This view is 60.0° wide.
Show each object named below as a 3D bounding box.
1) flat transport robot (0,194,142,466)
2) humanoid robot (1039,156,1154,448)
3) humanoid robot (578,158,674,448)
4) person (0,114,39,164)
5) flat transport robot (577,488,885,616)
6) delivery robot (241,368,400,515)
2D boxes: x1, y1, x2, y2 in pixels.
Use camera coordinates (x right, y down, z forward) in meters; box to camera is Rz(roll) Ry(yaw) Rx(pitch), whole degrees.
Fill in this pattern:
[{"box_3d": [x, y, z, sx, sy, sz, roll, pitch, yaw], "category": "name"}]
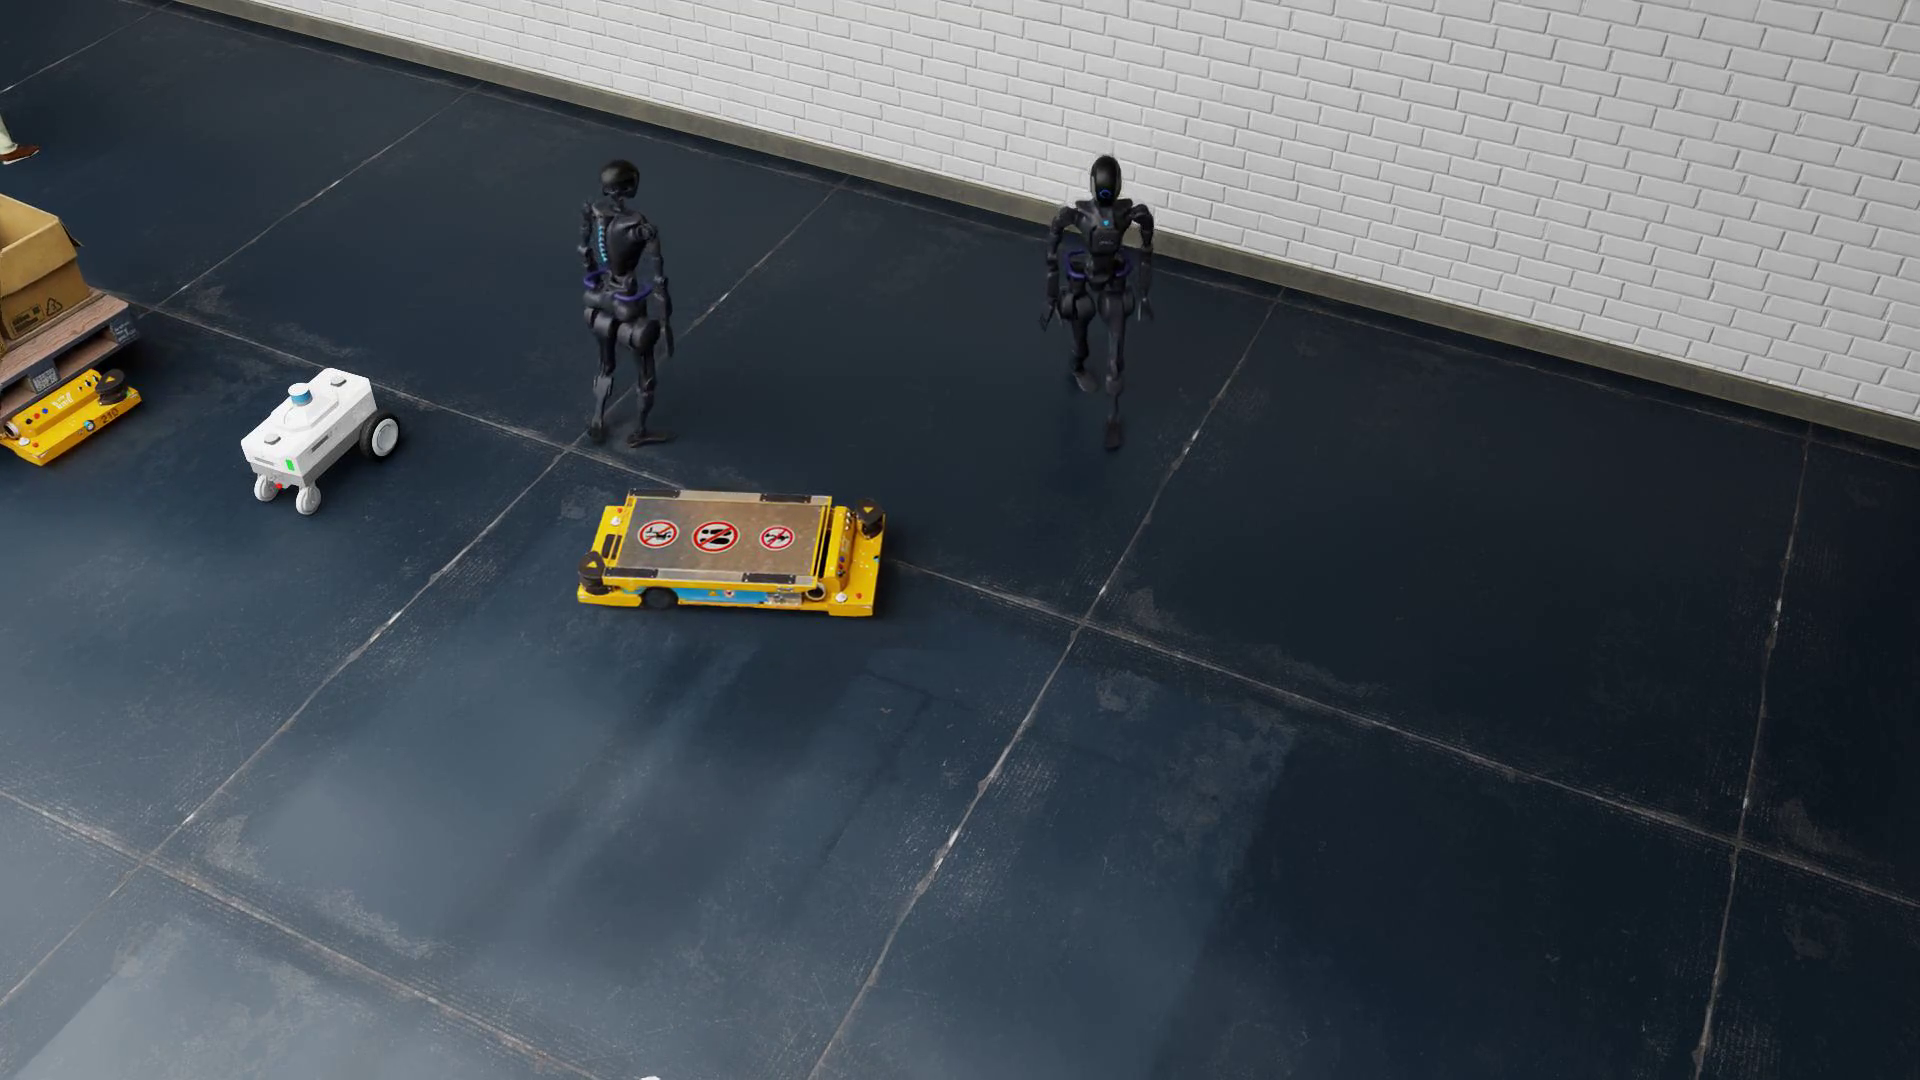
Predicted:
[{"box_3d": [-5.296, -0.882, 9.207, 1.431, 0.231, 0.659, 22, 47, 22], "category": "flat transport robot"}, {"box_3d": [0.719, -1.317, 8.675, 0.608, 1.624, 0.759, -3, 43, -3], "category": "humanoid robot"}, {"box_3d": [-1.745, -1.167, 8.478, 0.588, 1.637, 0.437, 21, 47, 21], "category": "humanoid robot"}, {"box_3d": [-6.470, -3.211, 10.714, 0.506, 1.631, 0.265, 16, 45, 17], "category": "person"}, {"box_3d": [-1.110, 0.059, 8.191, 1.431, 0.231, 0.659, 2, 43, 3], "category": "flat transport robot"}, {"box_3d": [-3.347, -0.560, 8.655, 0.499, 0.603, 0.794, 16, 45, 17], "category": "delivery robot"}]
